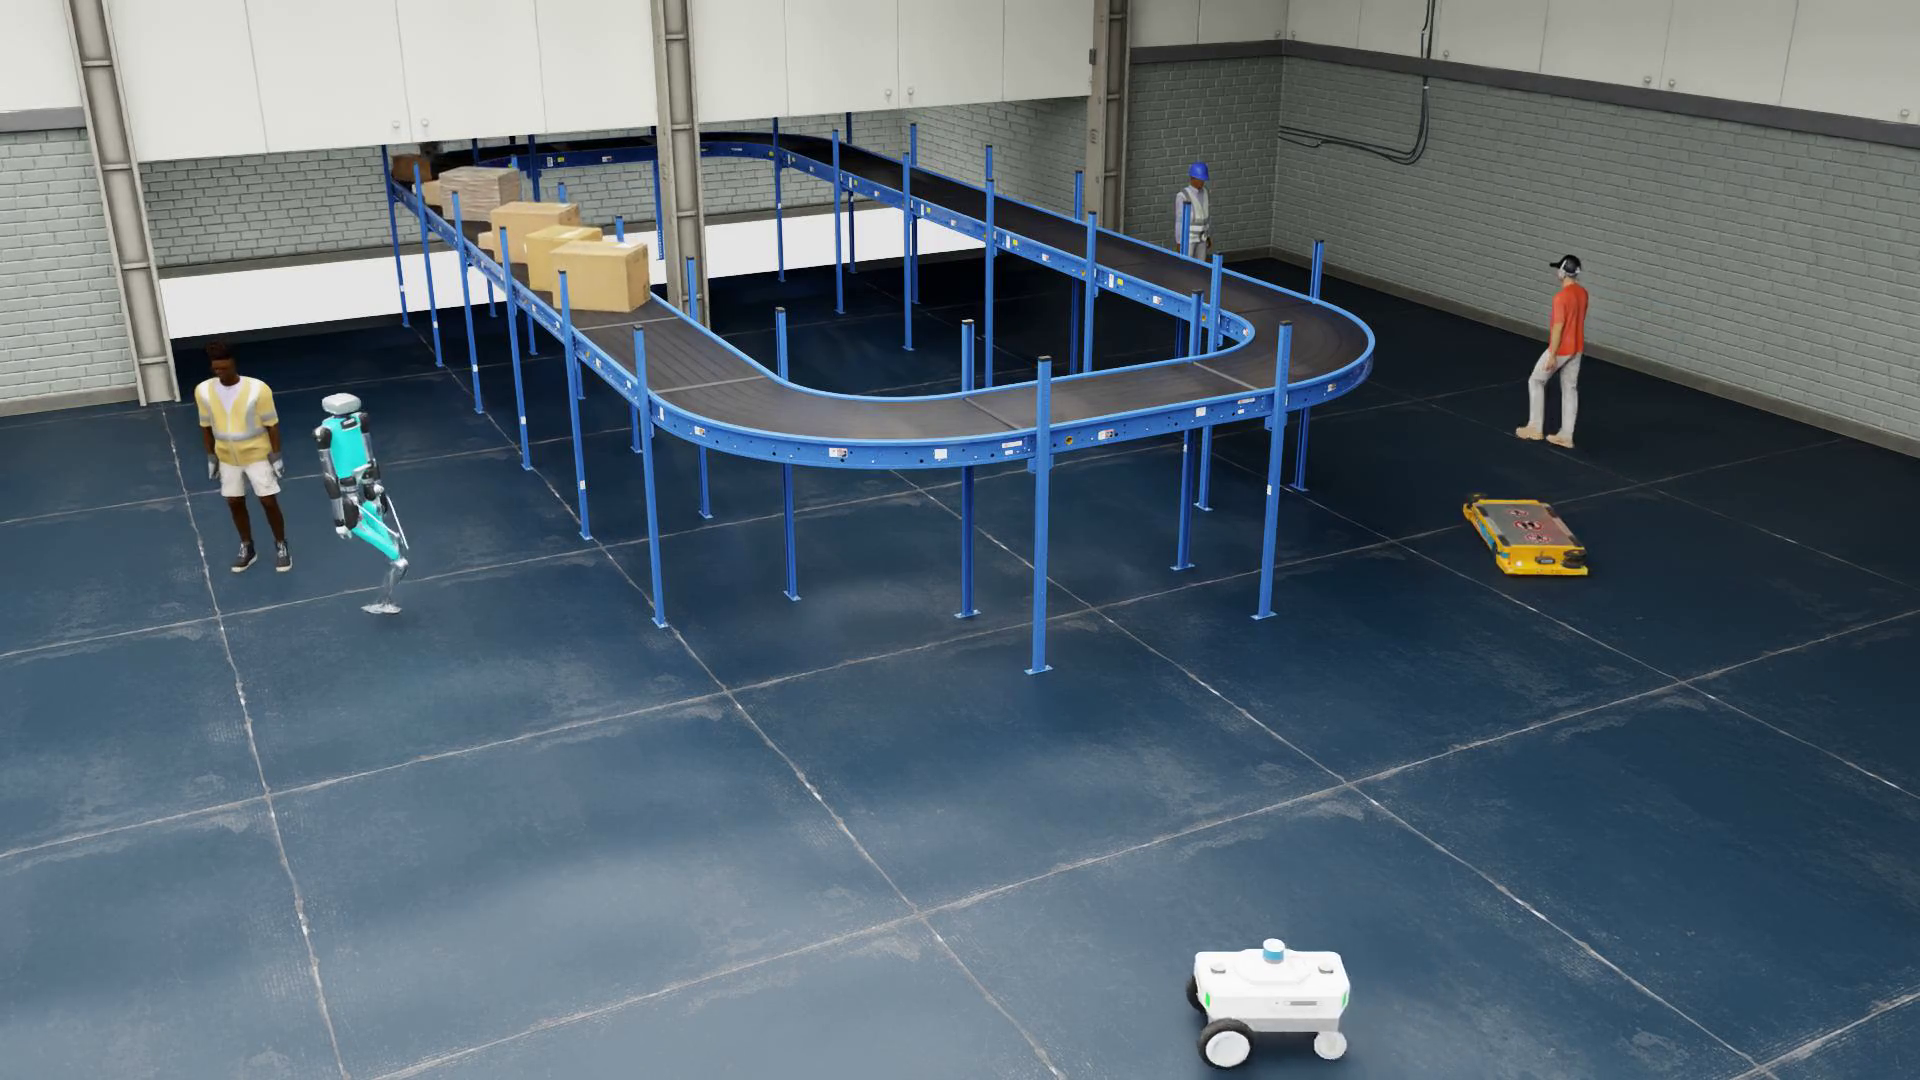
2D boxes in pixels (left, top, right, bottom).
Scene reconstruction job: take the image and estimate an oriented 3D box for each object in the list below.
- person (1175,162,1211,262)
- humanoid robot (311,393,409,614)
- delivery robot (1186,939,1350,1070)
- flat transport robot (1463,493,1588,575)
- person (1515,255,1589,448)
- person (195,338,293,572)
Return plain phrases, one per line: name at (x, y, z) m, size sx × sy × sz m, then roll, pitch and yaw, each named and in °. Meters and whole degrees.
person at (2.972, -3.841, 21.161) m, size 0.615 × 1.933 × 0.415 m, roll -19°, pitch 29°, yaw -38°
humanoid robot at (-4.314, -0.189, 12.394) m, size 0.758 × 1.788 × 0.546 m, roll 8°, pitch 23°, yaw 19°
delivery robot at (1.476, 2.215, 8.044) m, size 0.817 × 0.614 × 0.499 m, roll 0°, pitch 22°, yaw 0°
flat transport robot at (4.743, -0.052, 14.004) m, size 0.659 × 0.231 × 1.431 m, roll 1°, pitch 22°, yaw 2°
person at (5.844, -1.866, 16.324) m, size 0.479 × 1.894 × 0.685 m, roll -13°, pitch 25°, yaw -29°
person at (-5.725, -0.672, 13.297) m, size 0.615 × 1.957 × 0.400 m, roll 0°, pitch 22°, yaw 0°
